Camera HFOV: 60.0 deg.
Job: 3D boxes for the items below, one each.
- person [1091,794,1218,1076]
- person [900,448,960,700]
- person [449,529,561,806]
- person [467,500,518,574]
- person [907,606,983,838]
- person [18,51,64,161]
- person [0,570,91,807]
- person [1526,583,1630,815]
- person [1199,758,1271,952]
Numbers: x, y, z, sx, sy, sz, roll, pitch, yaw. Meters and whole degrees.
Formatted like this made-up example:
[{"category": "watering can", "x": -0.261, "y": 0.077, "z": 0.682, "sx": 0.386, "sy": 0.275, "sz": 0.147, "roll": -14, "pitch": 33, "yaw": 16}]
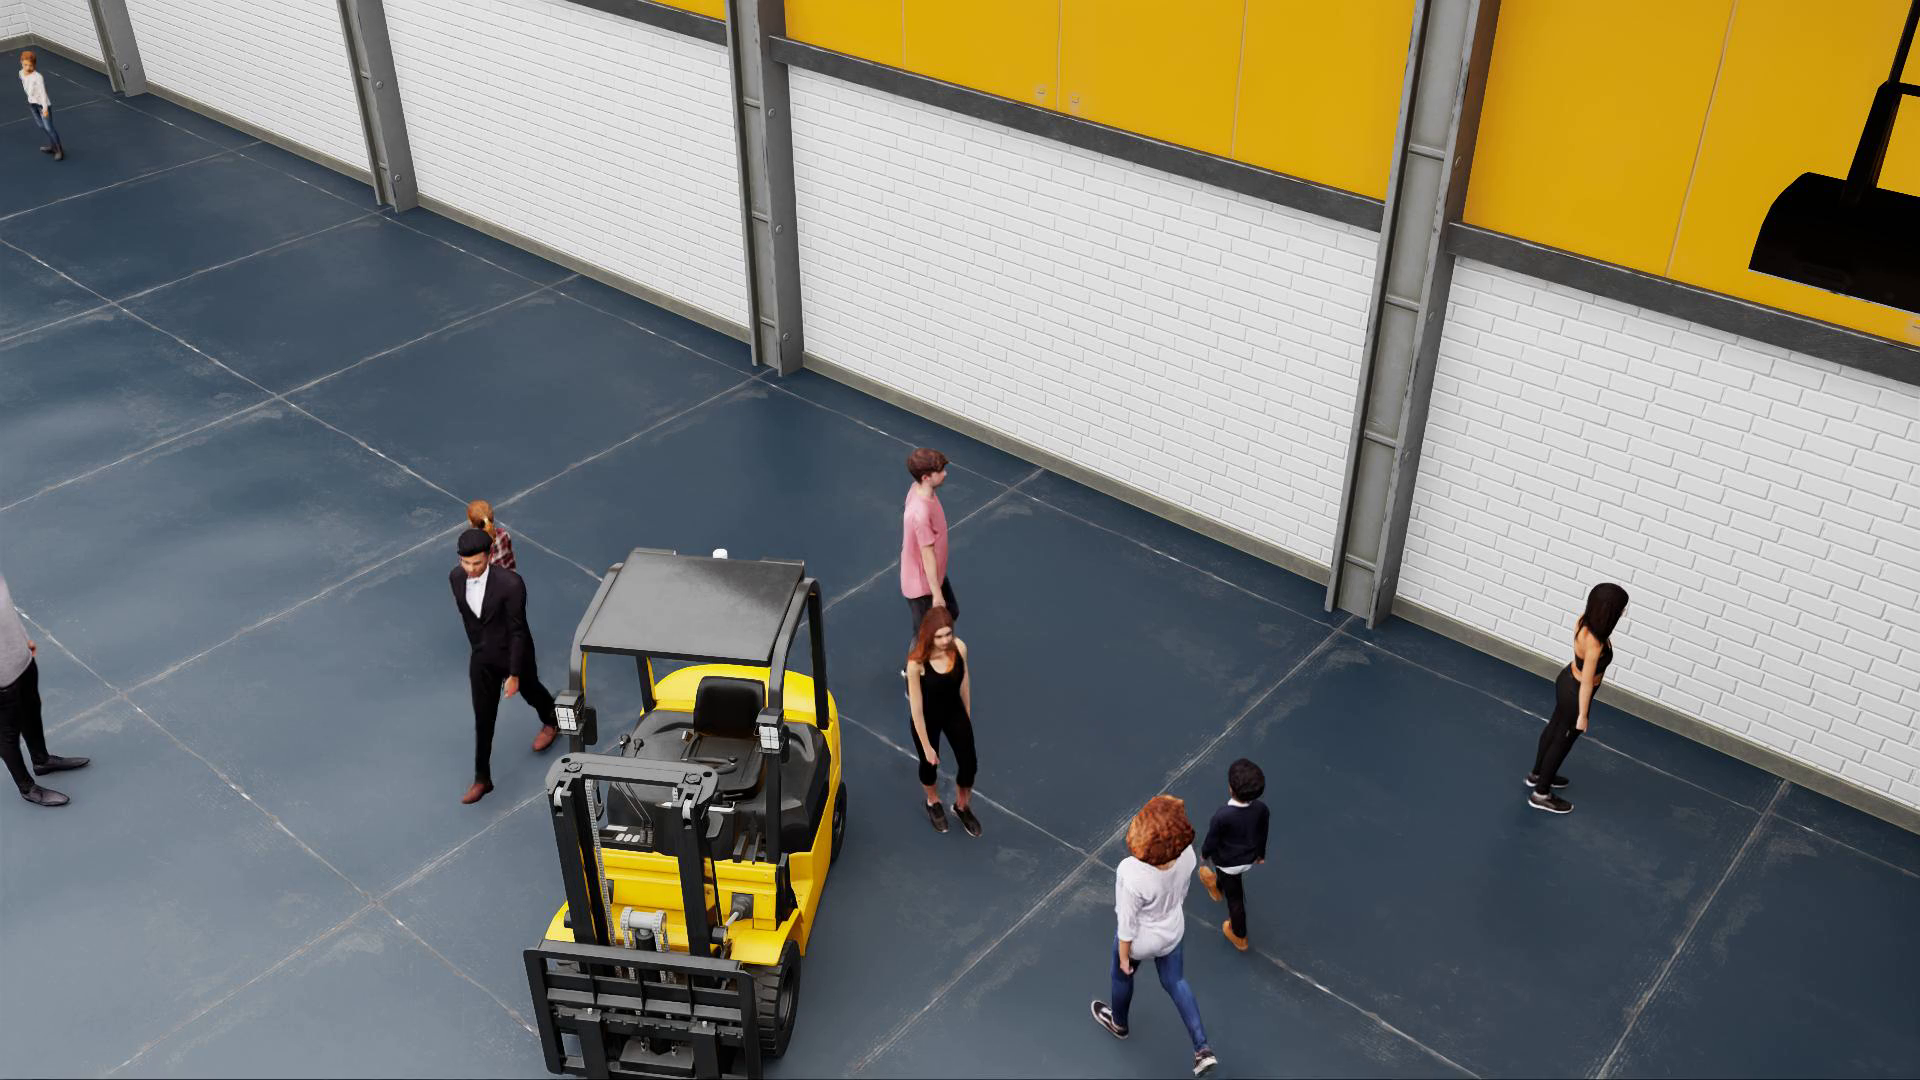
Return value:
[{"category": "person", "x": 1.030, "y": 2.018, "z": 8.382, "sx": 0.860, "sy": 1.692, "sz": 1.114, "roll": -19, "pitch": 38, "yaw": -26}, {"category": "person", "x": -0.321, "y": 0.250, "z": 10.816, "sx": 0.816, "sy": 1.944, "sz": 0.768, "roll": 0, "pitch": 34, "yaw": 0}, {"category": "person", "x": -2.761, "y": 0.667, "z": 10.295, "sx": 1.230, "sy": 1.826, "sz": 1.065, "roll": 11, "pitch": 35, "yaw": 16}, {"category": "person", "x": -3.169, "y": 0.305, "z": 11.311, "sx": 0.539, "sy": 1.304, "sz": 0.513, "roll": -29, "pitch": 43, "yaw": -36}, {"category": "person", "x": -0.160, "y": 1.021, "z": 9.868, "sx": 0.741, "sy": 1.708, "sz": 0.822, "roll": -15, "pitch": 37, "yaw": -22}, {"category": "person", "x": -10.745, "y": -5.091, "z": 19.434, "sx": 0.513, "sy": 1.297, "sz": 0.726, "roll": 22, "pitch": 40, "yaw": 30}, {"category": "person", "x": -5.824, "y": 0.744, "z": 10.092, "sx": 0.870, "sy": 1.922, "sz": 0.827, "roll": -1, "pitch": 34, "yaw": -1}, {"category": "person", "x": 3.711, "y": 0.932, "z": 10.063, "sx": 0.638, "sy": 1.641, "sz": 0.610, "roll": 5, "pitch": 34, "yaw": 8}, {"category": "person", "x": 1.555, "y": 1.766, "z": 9.211, "sx": 0.731, "sy": 1.195, "sz": 0.894, "roll": -13, "pitch": 36, "yaw": -19}]
